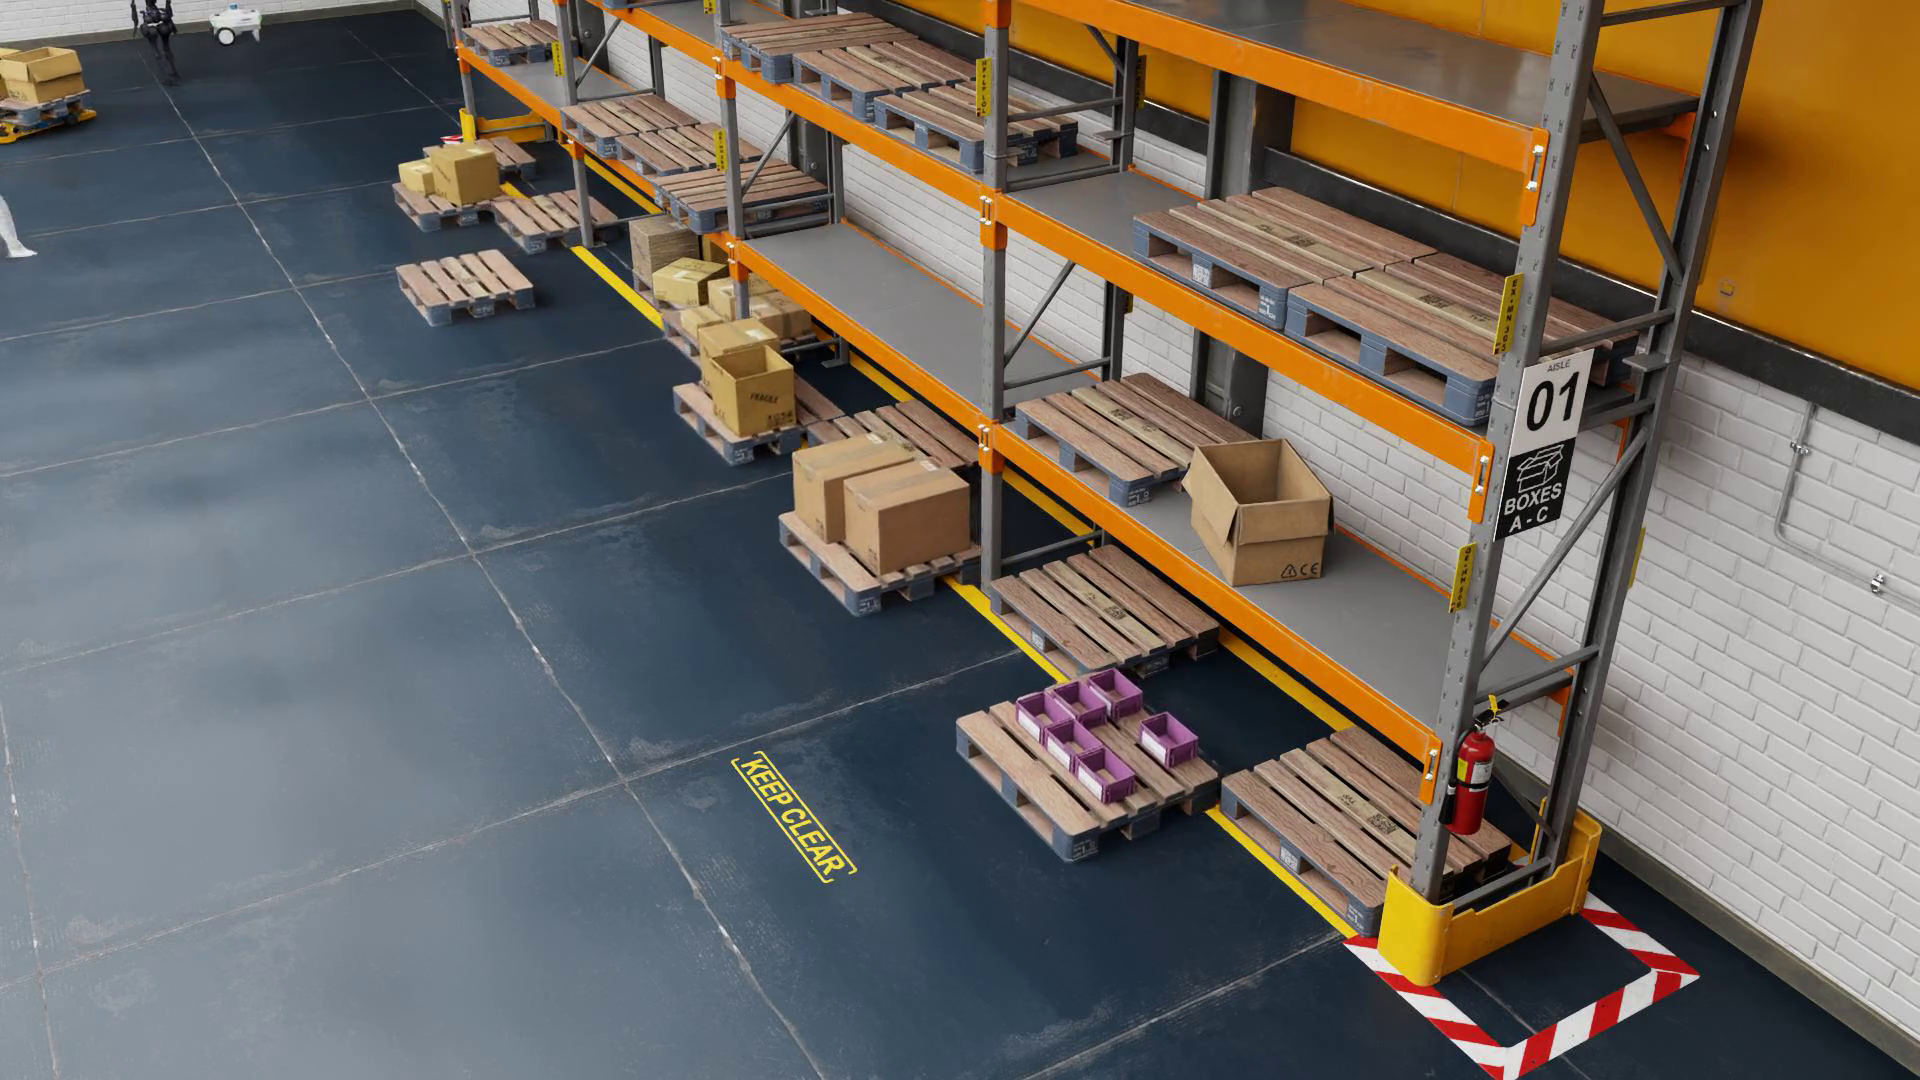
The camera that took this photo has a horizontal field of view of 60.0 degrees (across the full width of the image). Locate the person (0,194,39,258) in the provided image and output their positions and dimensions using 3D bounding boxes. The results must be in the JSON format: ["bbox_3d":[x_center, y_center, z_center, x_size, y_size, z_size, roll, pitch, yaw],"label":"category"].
[{"bbox_3d":[-9.848,-3.562,16.507,0.803,1.696,0.483,-22,36,-34],"label":"person"}]

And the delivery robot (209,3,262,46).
[{"bbox_3d":[-10.923,-7.769,25.058,0.767,0.596,0.524,-18,34,-28],"label":"delivery robot"}]

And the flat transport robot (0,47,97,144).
[{"bbox_3d":[-11.719,-5.289,20.970,0.659,0.231,1.431,13,32,21],"label":"flat transport robot"}]

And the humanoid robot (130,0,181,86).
[{"bbox_3d":[-10.990,-7.055,22.657,0.377,1.655,0.584,23,37,35],"label":"humanoid robot"}]
